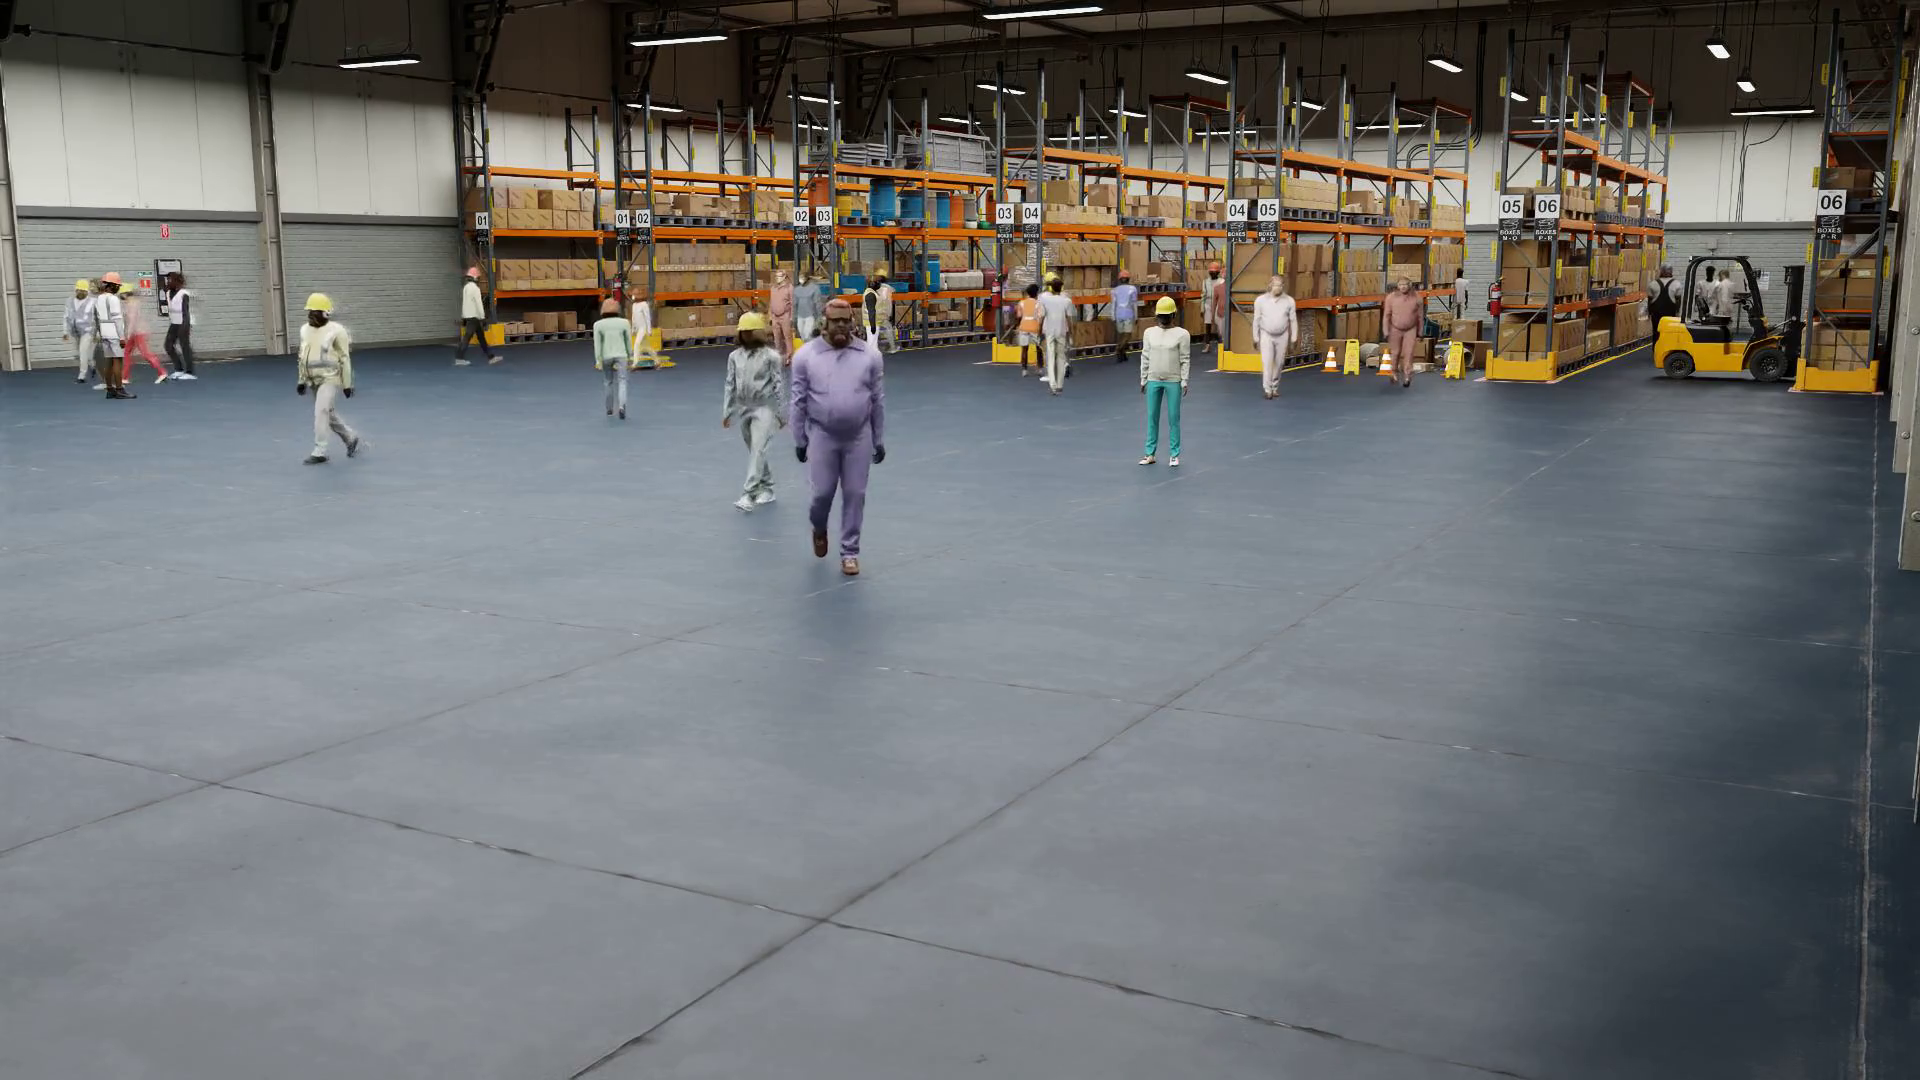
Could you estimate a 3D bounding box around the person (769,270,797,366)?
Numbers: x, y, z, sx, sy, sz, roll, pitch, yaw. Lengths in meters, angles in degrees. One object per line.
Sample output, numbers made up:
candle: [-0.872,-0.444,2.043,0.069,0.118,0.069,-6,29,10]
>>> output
person: [-3.544,-4.412,33.062,0.639,1.911,0.402,6,12,32]

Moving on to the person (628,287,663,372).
person: [-5.985,-3.981,31.445,0.825,1.590,0.506,-7,12,-37]

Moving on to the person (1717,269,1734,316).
person: [16.956,-5.055,36.907,0.371,1.898,0.765,5,11,28]

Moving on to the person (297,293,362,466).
person: [-6.673,-1.711,17.574,0.588,1.803,0.826,5,11,28]

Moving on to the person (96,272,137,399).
person: [-12.907,-3.113,25.398,0.543,1.928,0.372,7,12,35]

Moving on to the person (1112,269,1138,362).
person: [3.361,-4.608,34.166,0.548,1.916,0.641,5,11,26]

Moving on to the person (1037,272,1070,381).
person: [1.627,-3.688,28.814,0.593,1.909,0.631,-5,11,-28]

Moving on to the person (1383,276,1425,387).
person: [7.469,-3.519,28.001,0.691,1.861,0.934,2,10,14]

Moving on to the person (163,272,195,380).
person: [-13.775,-3.761,29.264,0.614,1.897,0.568,6,12,33]

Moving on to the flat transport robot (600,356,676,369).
flat transport robot: [-6.248,-3.437,32.137,0.652,0.197,1.431,7,12,37]

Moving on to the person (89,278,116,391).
person: [-13.892,-3.312,26.863,0.631,1.821,0.546,-8,13,-39]

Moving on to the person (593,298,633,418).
person: [-4.681,-2.457,22.470,0.516,1.610,0.720,-1,10,-7]

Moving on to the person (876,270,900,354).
person: [-1.679,-4.973,36.453,0.602,1.864,1.005,5,11,26]

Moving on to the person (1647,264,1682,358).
person: [15.147,-4.940,35.763,0.694,2.000,0.816,5,11,28]

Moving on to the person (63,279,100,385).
person: [-14.951,-3.564,28.418,0.608,1.800,0.697,1,10,6]

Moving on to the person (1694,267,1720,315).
person: [18.562,-5.822,41.300,0.604,1.918,1.013,6,12,32]

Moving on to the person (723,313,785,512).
person: [-1.789,-1.106,14.333,0.503,1.692,0.918,4,11,23]

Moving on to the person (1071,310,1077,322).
person: [3.357,-7.391,50.546,0.654,1.884,1.033,9,13,42]

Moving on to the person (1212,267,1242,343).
person: [5.592,-4.738,34.768,0.626,1.972,0.832,4,11,24]

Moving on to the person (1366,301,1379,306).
person: [11.417,-6.474,45.740,0.483,1.685,0.555,-4,10,-22]

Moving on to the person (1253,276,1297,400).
person: [4.834,-3.093,25.553,0.657,1.894,0.872,0,10,0]

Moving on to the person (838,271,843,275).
person: [-2.921,-5.451,39.434,0.536,1.816,0.995,4,11,24]

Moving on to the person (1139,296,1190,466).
person: [2.120,-1.641,17.267,0.524,1.763,0.324,4,11,23]

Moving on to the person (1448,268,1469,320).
person: [13.348,-6.344,44.523,0.510,1.860,0.333,2,10,12]

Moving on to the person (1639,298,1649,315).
person: [18.101,-6.210,43.760,0.672,1.845,0.642,6,11,31]

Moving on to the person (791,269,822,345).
person: [-3.008,-4.245,32.055,0.651,1.915,0.620,5,11,29]

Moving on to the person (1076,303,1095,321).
person: [3.407,-6.447,45.175,0.633,1.840,0.429,7,12,35]

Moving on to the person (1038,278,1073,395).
person: [1.501,-3.195,26.147,0.540,1.841,0.795,0,10,2]

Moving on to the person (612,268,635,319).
person: [-8.177,-5.643,40.319,0.559,1.899,0.964,4,11,24]

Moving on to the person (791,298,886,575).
person: [-0.834,-0.720,11.494,0.650,1.890,0.563,-2,10,-10]

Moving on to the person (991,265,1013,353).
person: [0.957,-5.097,36.866,0.617,1.970,0.917,7,12,35]

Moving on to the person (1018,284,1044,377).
person: [1.317,-3.787,30.114,0.552,1.665,0.779,4,10,20]

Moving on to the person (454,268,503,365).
person: [-9.720,-4.480,33.358,1.053,1.939,0.642,-7,12,-36]

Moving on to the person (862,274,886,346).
person: [-1.576,-3.936,30.468,0.429,1.842,0.637,0,10,-3]

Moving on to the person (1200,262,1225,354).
person: [5.643,-5.163,37.067,0.614,2.038,0.395,6,11,30]

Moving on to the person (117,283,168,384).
person: [-13.988,-3.511,28.307,0.839,1.727,0.530,-9,13,-41]
